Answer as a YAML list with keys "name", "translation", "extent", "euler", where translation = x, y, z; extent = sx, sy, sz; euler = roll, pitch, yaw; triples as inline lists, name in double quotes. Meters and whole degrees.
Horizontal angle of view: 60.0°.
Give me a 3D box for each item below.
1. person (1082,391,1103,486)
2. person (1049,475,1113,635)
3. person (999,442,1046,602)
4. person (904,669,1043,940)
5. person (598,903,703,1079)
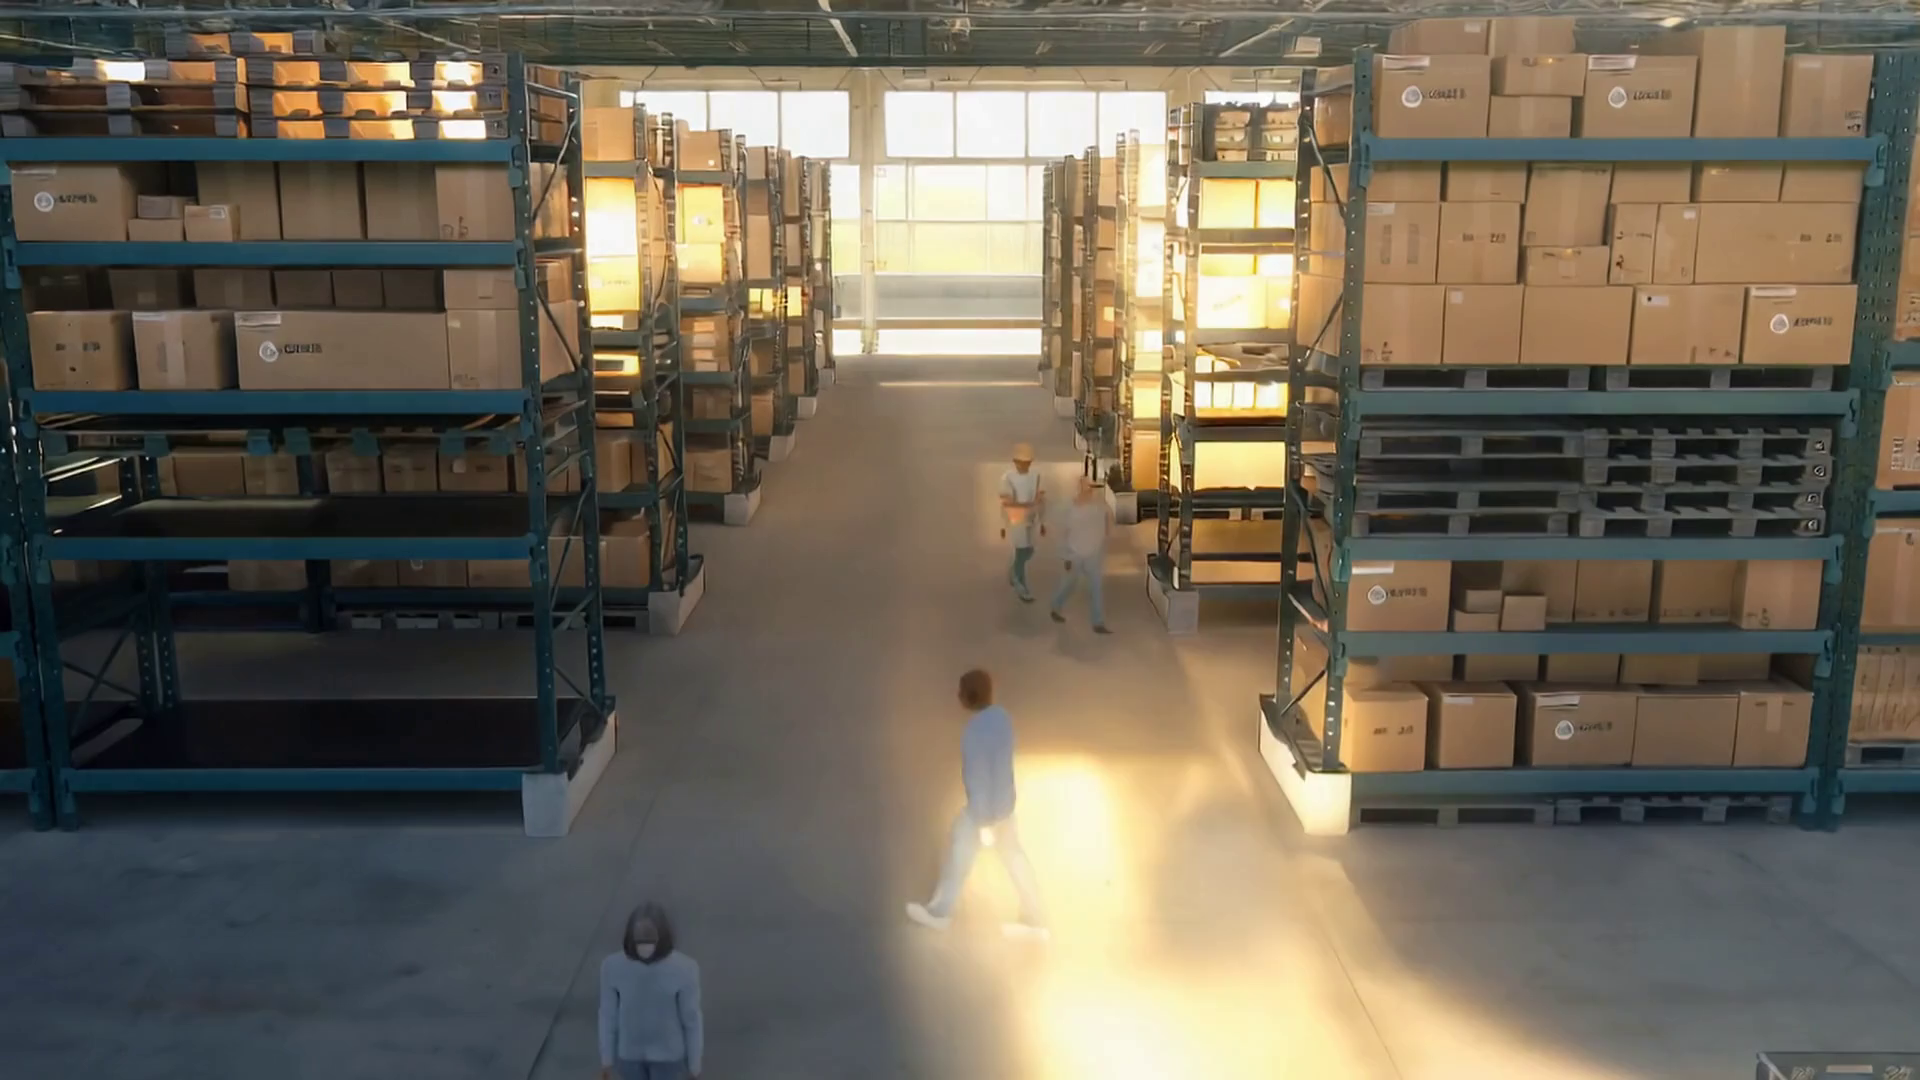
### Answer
- name: "person"
  translation: [2.355, -1.797, 29.577]
  extent: [0.319, 1.692, 0.536]
  euler: [-6, 13, -28]
- name: "person"
  translation: [1.401, 0.137, 19.583]
  extent: [0.657, 1.863, 1.012]
  euler: [-7, 13, -31]
- name: "person"
  translation: [0.774, -0.268, 21.181]
  extent: [0.617, 2.018, 0.820]
  euler: [-4, 12, -21]
- name: "person"
  translation: [0.136, 1.792, 11.310]
  extent: [0.996, 1.882, 0.619]
  euler: [5, 13, 24]
- name: "person"
  translation: [-1.513, 2.555, 8.145]
  extent: [0.520, 1.620, 0.341]
  euler: [0, 11, -1]
